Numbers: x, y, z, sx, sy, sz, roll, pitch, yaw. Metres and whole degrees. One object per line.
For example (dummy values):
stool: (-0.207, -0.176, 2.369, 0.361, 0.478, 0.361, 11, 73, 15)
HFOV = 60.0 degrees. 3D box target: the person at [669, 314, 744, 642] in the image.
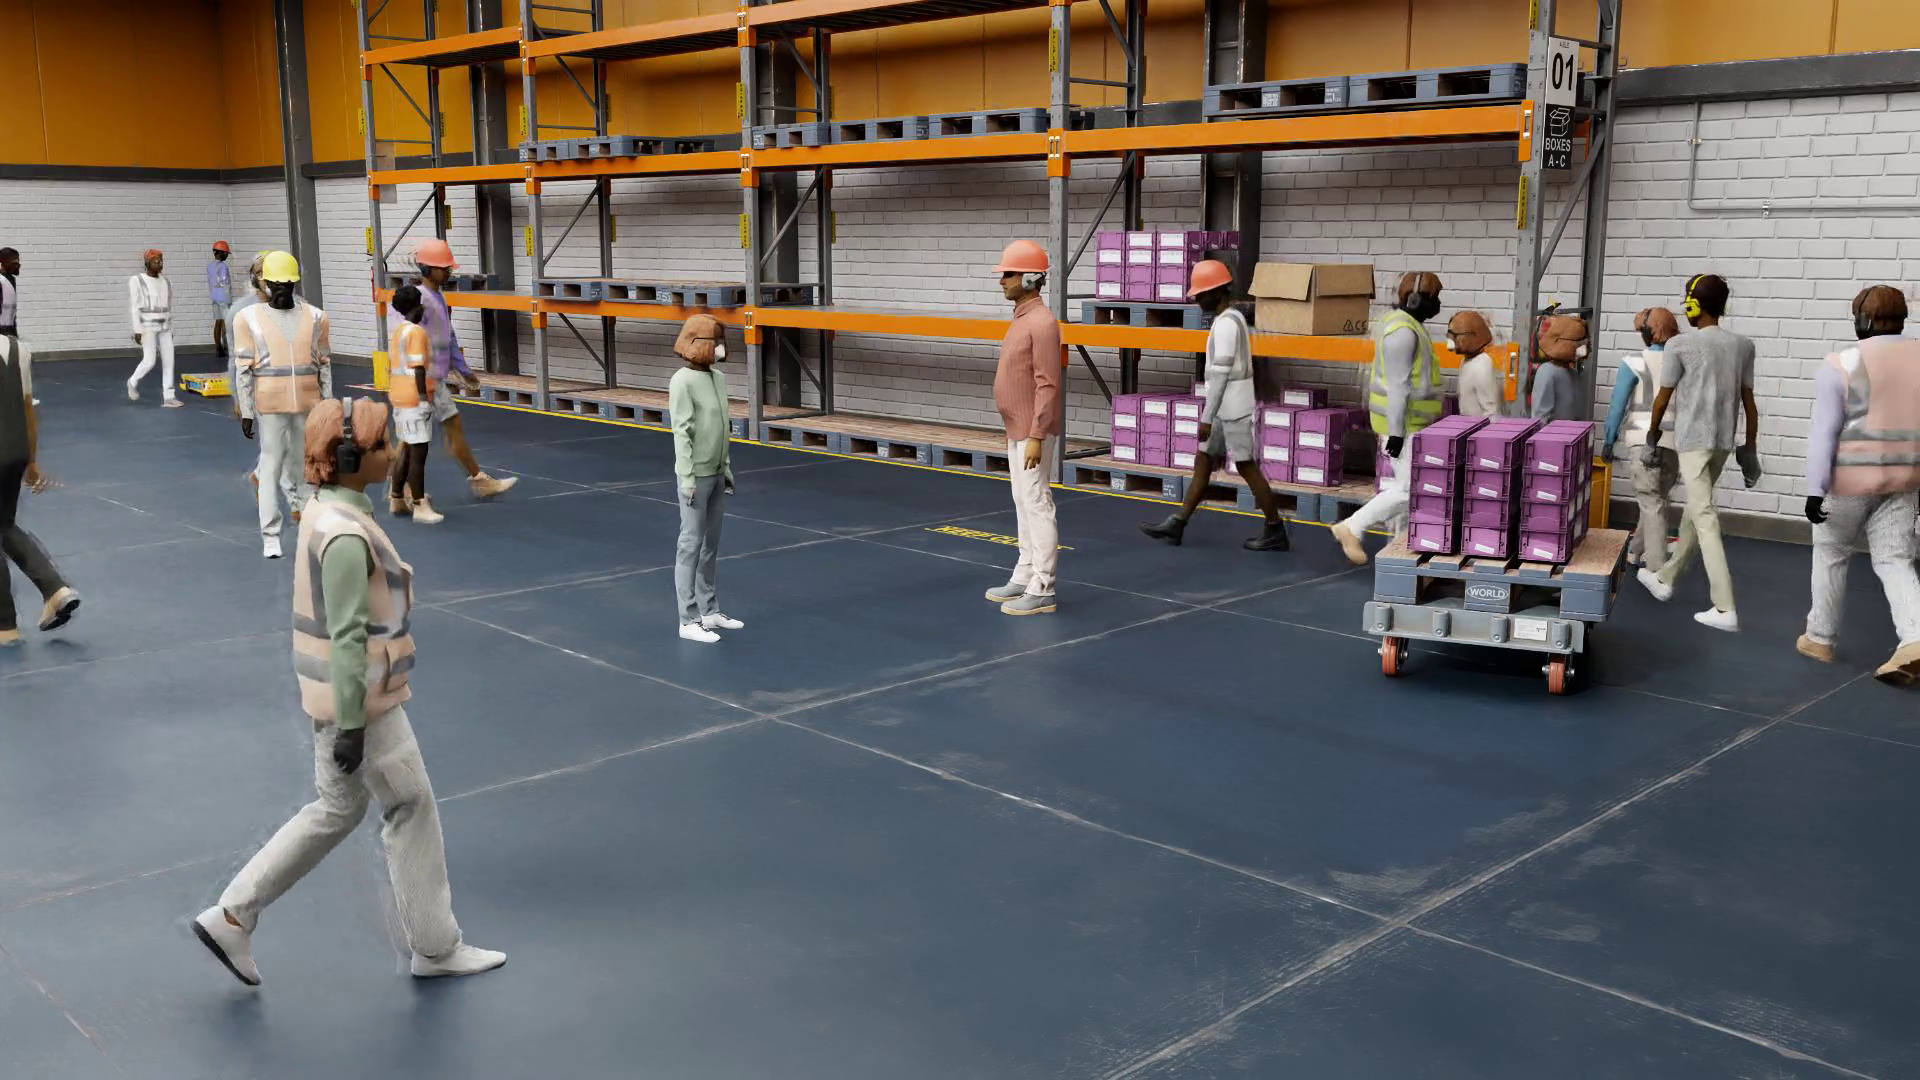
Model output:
person: (-1.283, -0.317, 8.377, 0.286, 1.635, 0.497, 3, 11, 16)

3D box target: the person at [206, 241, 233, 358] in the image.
person: (-12.198, -3.977, 27.539, 0.542, 1.928, 0.374, 8, 13, 38)

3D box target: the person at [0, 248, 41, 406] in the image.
person: (-11.257, -2.496, 19.634, 0.673, 1.873, 0.592, -3, 11, -17)

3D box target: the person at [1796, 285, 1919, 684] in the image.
person: (4.204, -0.258, 7.606, 0.650, 1.810, 0.859, 0, 10, 2)

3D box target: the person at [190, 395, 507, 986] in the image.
person: (-1.659, 0.423, 4.391, 0.732, 1.616, 0.513, -5, 12, -26)

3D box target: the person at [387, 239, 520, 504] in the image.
person: (-3.863, -1.248, 12.494, 1.046, 1.976, 0.602, -1, 10, -8)

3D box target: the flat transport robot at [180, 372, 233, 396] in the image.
flat transport robot: (-9.510, -2.013, 21.353, 0.652, 0.197, 1.431, -8, 13, -36)

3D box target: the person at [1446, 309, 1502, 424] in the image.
person: (3.172, -0.562, 9.805, 0.748, 1.599, 0.519, 1, 10, 8)

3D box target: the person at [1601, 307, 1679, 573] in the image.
person: (4.041, -0.564, 9.796, 0.530, 1.596, 0.838, -2, 11, -10)

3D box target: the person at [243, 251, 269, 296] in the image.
person: (-8.818, -2.775, 21.336, 0.677, 1.816, 0.404, 3, 11, 18)

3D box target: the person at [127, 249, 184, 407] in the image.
person: (-9.537, -2.491, 19.608, 0.647, 1.863, 0.593, 5, 12, 26)

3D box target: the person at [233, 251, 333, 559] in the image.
person: (-4.236, -0.851, 10.503, 0.594, 1.922, 0.385, -8, 13, -38)

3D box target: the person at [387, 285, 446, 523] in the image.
person: (-3.894, -0.958, 11.786, 0.349, 1.675, 0.621, -6, 12, -29)

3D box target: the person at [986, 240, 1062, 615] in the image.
person: (0.353, -0.599, 8.933, 0.379, 1.996, 0.609, -2, 11, -10)

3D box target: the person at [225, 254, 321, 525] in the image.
person: (-4.887, -1.057, 11.701, 0.850, 1.900, 0.672, 7, 12, 33)

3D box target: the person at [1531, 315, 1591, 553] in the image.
person: (3.188, -0.440, 9.176, 0.755, 1.609, 0.506, 9, 13, 39)

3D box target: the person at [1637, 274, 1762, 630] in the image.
person: (3.890, -0.485, 8.804, 0.497, 1.811, 0.949, -3, 11, -14)

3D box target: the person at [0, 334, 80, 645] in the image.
person: (-4.719, -0.370, 8.151, 0.453, 1.832, 0.504, 2, 11, 10)

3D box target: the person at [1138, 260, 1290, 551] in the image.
person: (1.675, -0.845, 10.627, 0.992, 1.865, 0.598, 2, 11, 9)

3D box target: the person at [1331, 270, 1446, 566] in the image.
person: (2.569, -0.676, 9.821, 0.559, 1.821, 0.627, 4, 11, 20)
